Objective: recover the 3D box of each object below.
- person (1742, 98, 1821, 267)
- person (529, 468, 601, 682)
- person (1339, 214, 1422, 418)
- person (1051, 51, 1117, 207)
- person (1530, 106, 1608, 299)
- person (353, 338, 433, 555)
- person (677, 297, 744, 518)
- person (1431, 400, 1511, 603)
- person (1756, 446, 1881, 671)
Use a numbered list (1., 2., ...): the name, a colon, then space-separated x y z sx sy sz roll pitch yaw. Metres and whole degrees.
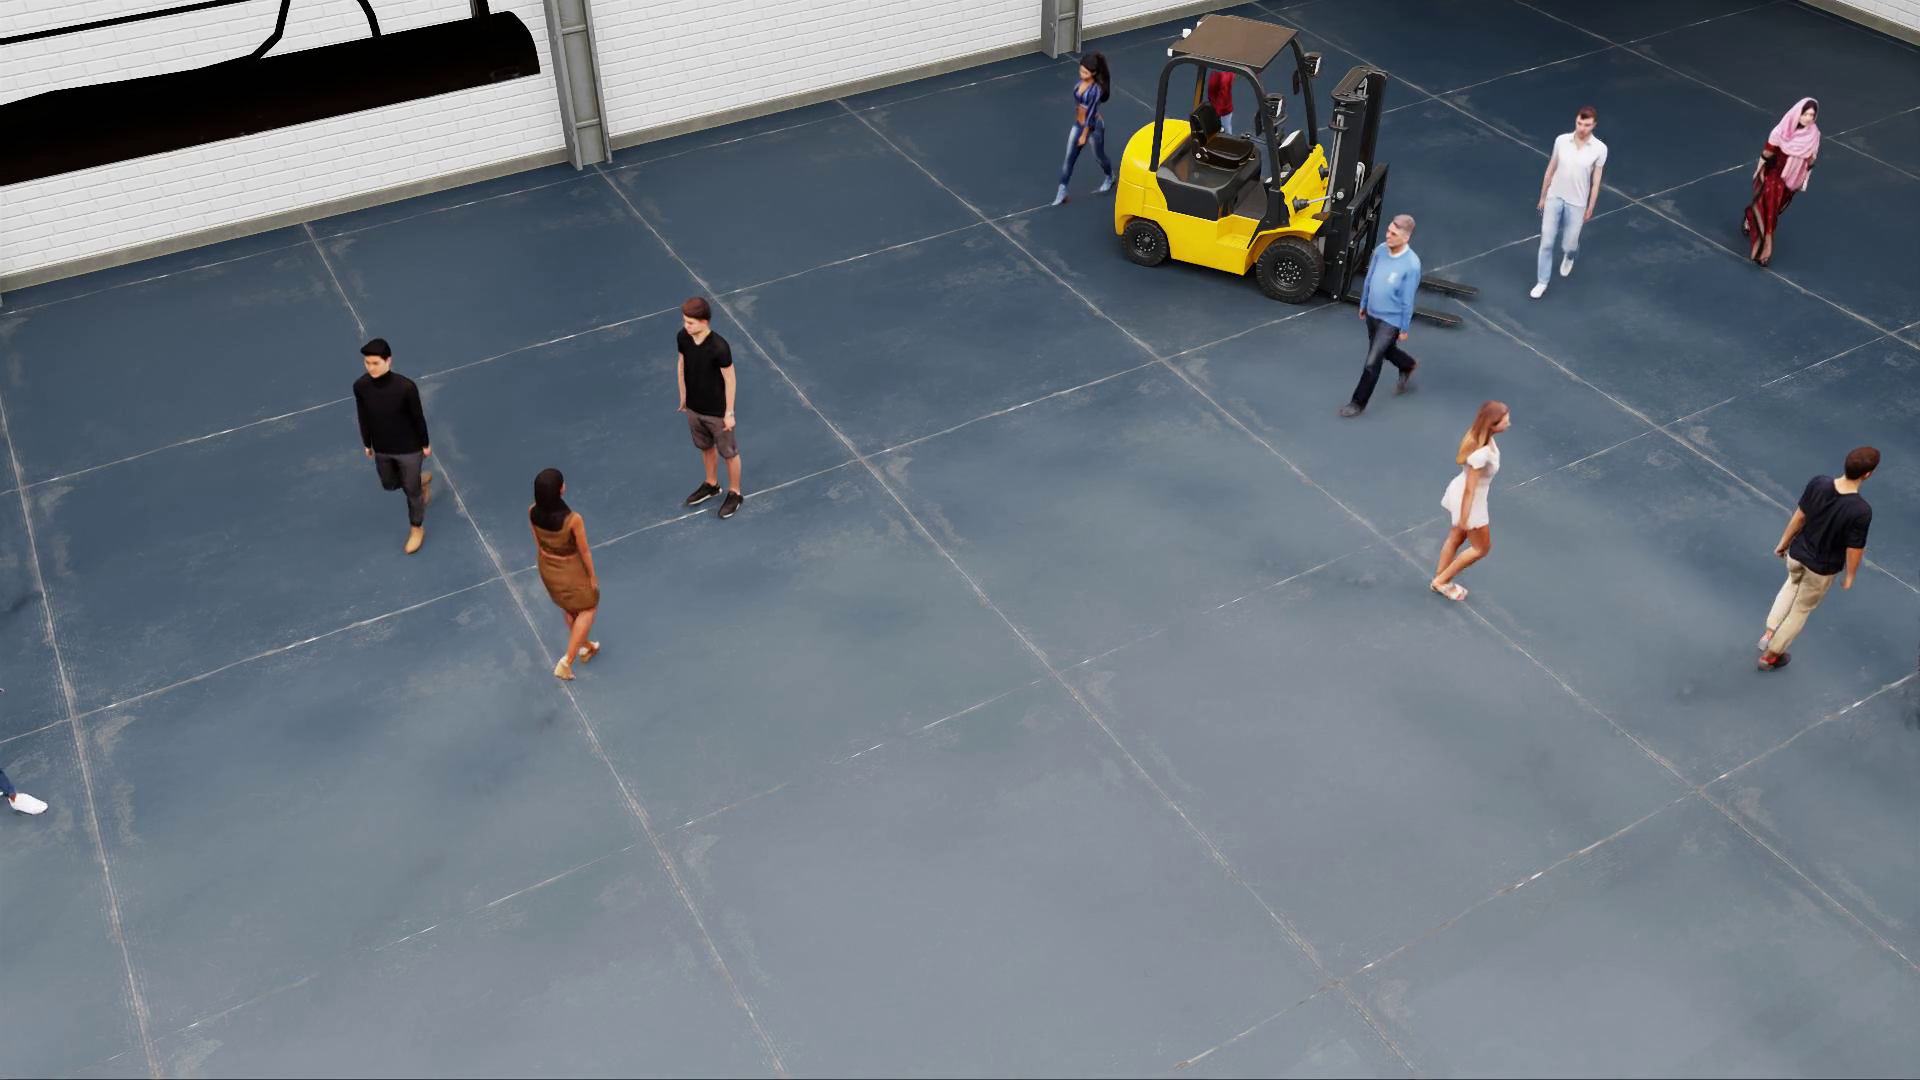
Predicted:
1. person: 7.785 -3.484 15.854 1.141 1.592 1.089 2 39 3
2. person: -2.663 0.275 11.080 0.839 1.676 0.918 12 40 15
3. person: 3.572 -1.876 13.678 1.078 1.794 0.660 -19 42 -22
4. person: 1.355 -4.111 16.647 1.104 1.582 0.734 -26 45 -28
5. person: 5.562 -3.118 15.201 0.868 1.835 0.998 22 44 25
6. person: -4.171 -0.768 12.359 0.977 1.710 1.017 6 39 7
7. person: -1.878 -1.031 12.567 0.767 1.861 0.739 22 44 25
8. person: 3.518 -0.293 11.782 0.756 1.686 0.698 9 39 10
9. person: 5.634 0.166 11.085 0.602 1.839 0.647 -20 43 -23
